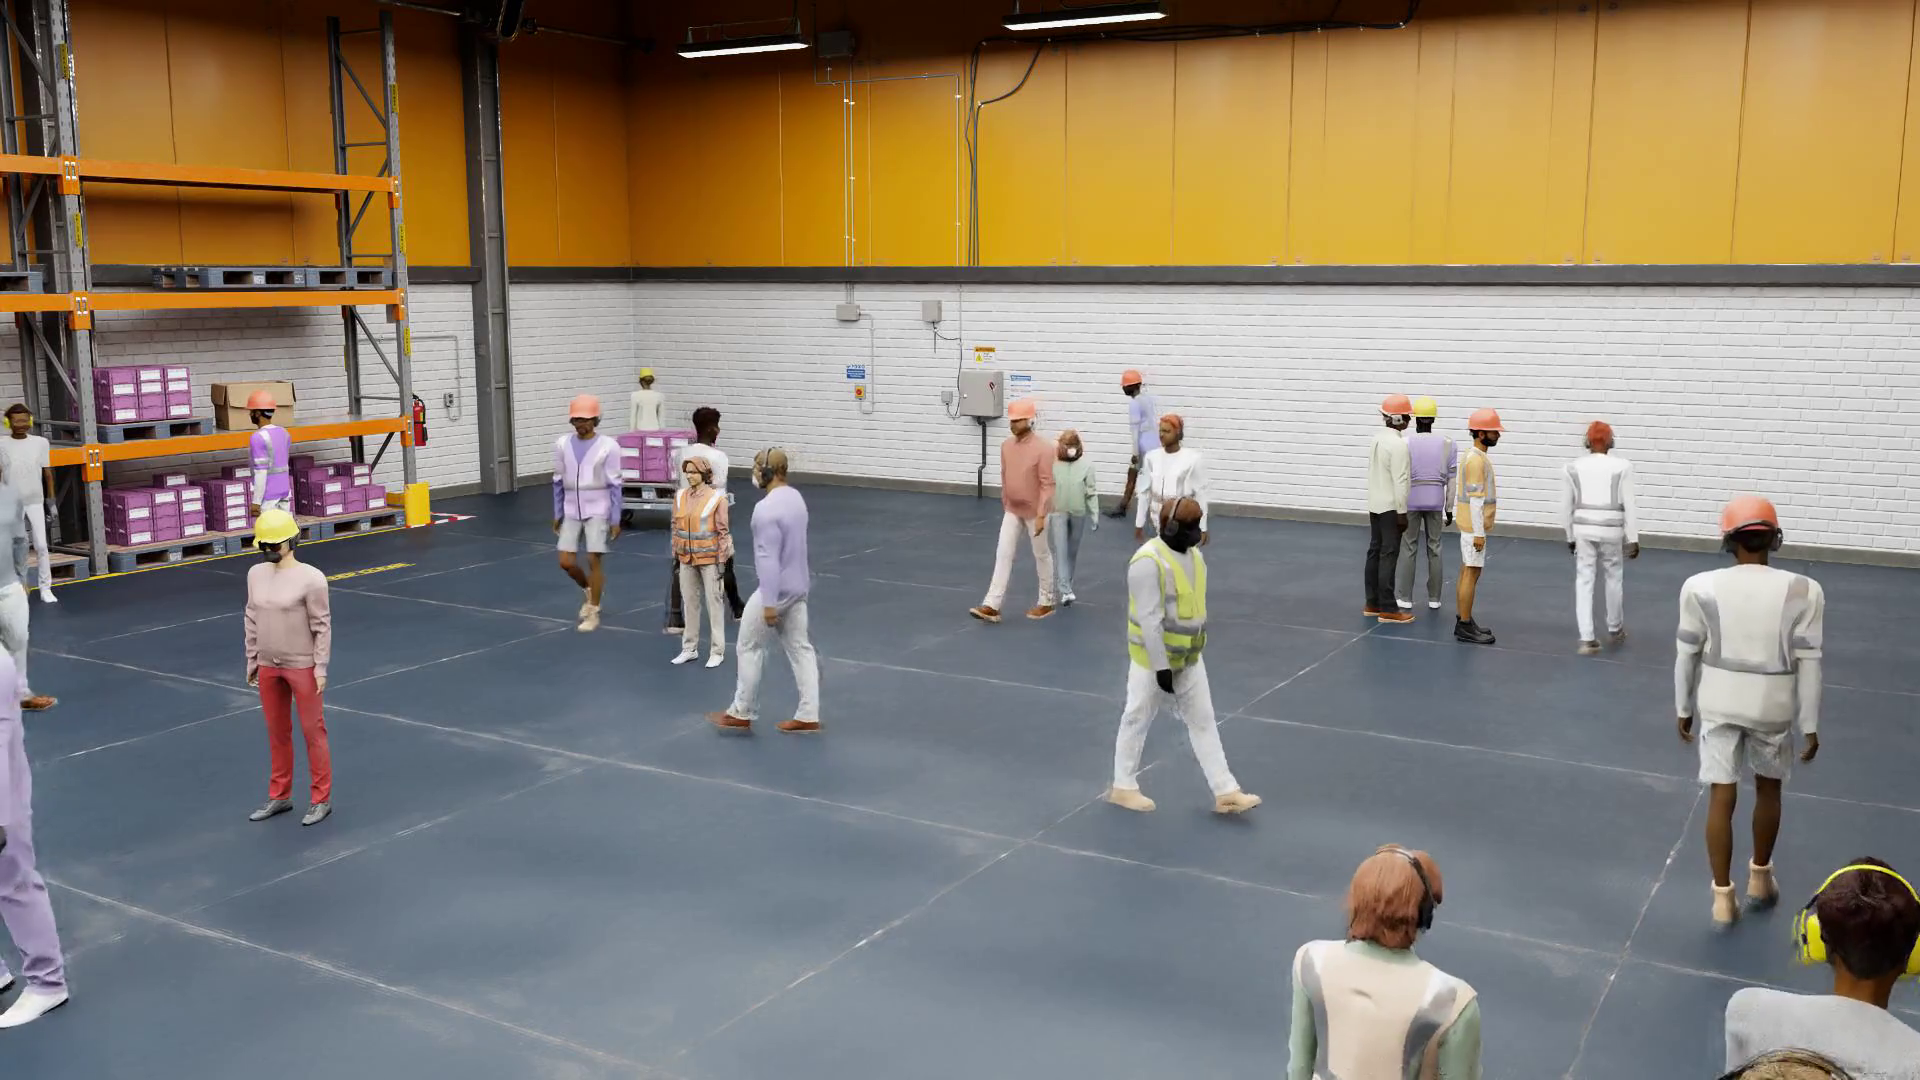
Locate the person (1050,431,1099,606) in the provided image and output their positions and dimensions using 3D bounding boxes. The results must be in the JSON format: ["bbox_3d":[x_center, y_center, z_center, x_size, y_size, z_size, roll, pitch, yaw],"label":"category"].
[{"bbox_3d":[1.019,-0.193,15.210,0.508,1.592,0.835,-2,9,-12],"label":"person"}]

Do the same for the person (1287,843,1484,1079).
[{"bbox_3d":[1.007,1.570,4.140,0.520,1.613,0.636,7,11,37],"label":"person"}]

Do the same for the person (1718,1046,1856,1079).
[{"bbox_3d":[1.144,1.675,2.585,0.644,1.902,0.761,-1,9,-3],"label":"person"}]

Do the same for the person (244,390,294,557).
[{"bbox_3d":[-6.514,-0.436,15.658,0.361,1.940,0.543,1,9,7],"label":"person"}]

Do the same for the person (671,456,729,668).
[{"bbox_3d":[-2.006,0.165,12.837,0.513,1.641,0.309,4,10,26],"label":"person"}]

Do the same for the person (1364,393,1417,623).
[{"bbox_3d":[3.759,-0.283,14.526,0.387,1.996,0.611,-1,9,-8],"label":"person"}]

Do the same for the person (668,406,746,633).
[{"bbox_3d":[-2.159,-0.185,14.175,0.625,1.911,0.995,6,11,35],"label":"person"}]

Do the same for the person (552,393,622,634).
[{"bbox_3d":[-3.151,-0.230,14.073,0.643,2.031,0.475,2,9,13],"label":"person"}]

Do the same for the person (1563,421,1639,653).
[{"bbox_3d":[5.218,-0.036,13.498,0.646,1.834,0.928,6,11,31],"label":"person"}]

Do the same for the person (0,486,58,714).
[{"bbox_3d":[-6.457,0.325,11.058,0.474,1.895,0.736,4,10,26],"label":"person"}]

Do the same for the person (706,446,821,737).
[{"bbox_3d":[-1.299,0.340,10.898,0.875,1.905,0.665,3,10,19],"label":"person"}]

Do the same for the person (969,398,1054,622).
[{"bbox_3d":[0.494,-0.237,14.360,0.636,1.948,0.981,8,12,42],"label":"person"}]

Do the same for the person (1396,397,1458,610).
[{"bbox_3d":[4.163,-0.324,14.988,0.588,1.930,0.364,1,9,4],"label":"person"}]

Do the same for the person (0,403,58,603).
[{"bbox_3d":[-8.558,-0.324,15.220,0.519,1.860,0.321,-7,12,-38],"label":"person"}]

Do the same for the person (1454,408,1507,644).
[{"bbox_3d":[4.275,-0.122,13.704,0.361,1.938,0.546,2,9,13],"label":"person"}]

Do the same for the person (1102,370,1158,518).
[{"bbox_3d":[2.309,-1.159,20.470,1.016,1.870,0.539,2,9,14],"label":"person"}]

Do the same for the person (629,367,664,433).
[{"bbox_3d":[-4.291,-1.509,22.935,0.535,1.748,0.486,-8,12,-39],"label":"person"}]

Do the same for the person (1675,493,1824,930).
[{"bbox_3d":[3.711,0.779,7.850,0.627,2.010,0.819,5,10,27],"label":"person"}]

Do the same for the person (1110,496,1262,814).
[{"bbox_3d":[1.233,0.667,9.223,0.926,1.801,0.648,8,12,42],"label":"person"}]

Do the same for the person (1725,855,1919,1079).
[{"bbox_3d":[1.820,1.572,3.513,0.508,1.827,0.934,6,11,34],"label":"person"}]

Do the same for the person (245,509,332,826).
[{"bbox_3d":[-3.706,0.697,9.151,0.523,1.761,0.326,3,9,16],"label":"person"}]

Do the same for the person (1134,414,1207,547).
[{"bbox_3d":[1.753,-0.139,14.103,0.597,1.833,0.976,8,12,42],"label":"person"}]

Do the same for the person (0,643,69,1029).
[{"bbox_3d":[-3.973,1.038,6.678,0.772,1.869,0.597,8,12,41],"label":"person"}]
